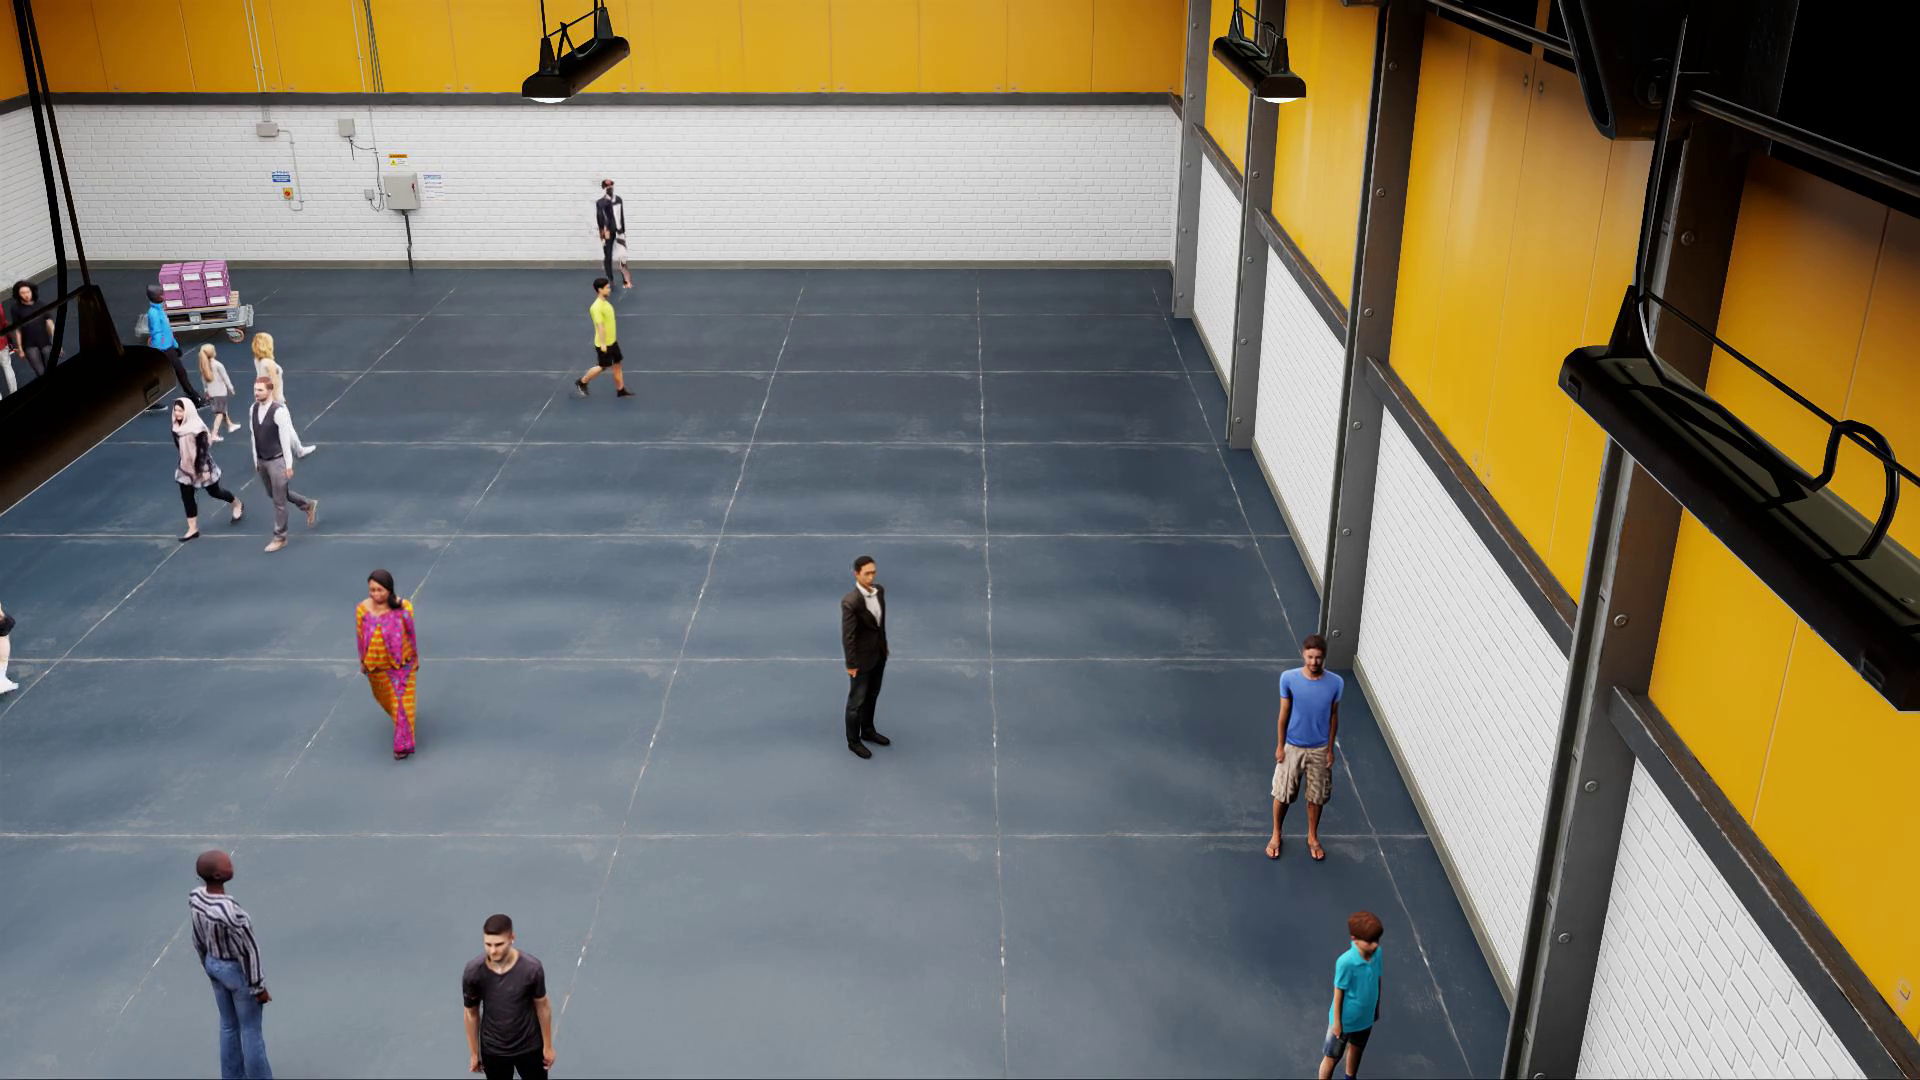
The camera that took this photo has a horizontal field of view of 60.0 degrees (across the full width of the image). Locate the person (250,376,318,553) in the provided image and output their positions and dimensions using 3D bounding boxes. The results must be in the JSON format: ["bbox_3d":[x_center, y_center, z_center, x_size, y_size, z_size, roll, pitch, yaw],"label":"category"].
[{"bbox_3d":[-7.466,-0.888,18.244,0.986,1.918,1.179,12,26,25],"label":"person"}]

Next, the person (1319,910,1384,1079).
[{"bbox_3d":[2.405,2.879,10.213,0.587,1.447,0.612,-14,27,-28],"label":"person"}]

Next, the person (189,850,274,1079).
[{"bbox_3d":[-4.463,2.689,10.215,0.719,1.794,0.726,14,27,28],"label":"person"}]

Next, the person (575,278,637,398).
[{"bbox_3d":[-4.928,-2.729,22.746,0.779,1.685,1.005,3,24,6],"label":"person"}]

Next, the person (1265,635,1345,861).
[{"bbox_3d":[2.640,1.557,12.717,0.655,1.864,0.579,2,24,4],"label":"person"}]

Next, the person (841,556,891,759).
[{"bbox_3d":[-0.806,0.962,14.156,0.816,1.802,0.692,15,28,30],"label":"person"}]

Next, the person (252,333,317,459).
[{"bbox_3d":[-8.546,-1.718,20.478,0.936,1.649,1.032,18,29,35],"label":"person"}]

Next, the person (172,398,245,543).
[{"bbox_3d":[-8.412,-0.830,18.510,0.922,1.598,1.191,9,25,21],"label":"person"}]

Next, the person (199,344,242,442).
[{"bbox_3d":[-9.554,-1.876,21.333,0.690,1.252,0.935,8,25,18],"label":"person"}]

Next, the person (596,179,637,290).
[{"bbox_3d":[-5.921,-5.163,28.089,1.005,1.866,1.080,-19,30,-36],"label":"person"}]

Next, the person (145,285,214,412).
[{"bbox_3d":[-10.700,-2.498,22.139,0.945,1.747,1.165,-7,25,-17],"label":"person"}]

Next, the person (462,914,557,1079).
[{"bbox_3d":[-2.604,2.928,9.709,0.666,1.762,0.561,-3,24,-6],"label":"person"}]

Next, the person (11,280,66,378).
[{"bbox_3d":[-12.430,-2.630,22.358,0.981,1.814,0.924,21,31,39],"label":"person"}]

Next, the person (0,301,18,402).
[{"bbox_3d":[-13.069,-2.666,22.433,0.756,1.820,0.769,-14,27,-29],"label":"person"}]

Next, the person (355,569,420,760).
[{"bbox_3d":[-4.870,0.994,14.267,0.702,1.655,1.102,-2,24,-5],"label":"person"}]
